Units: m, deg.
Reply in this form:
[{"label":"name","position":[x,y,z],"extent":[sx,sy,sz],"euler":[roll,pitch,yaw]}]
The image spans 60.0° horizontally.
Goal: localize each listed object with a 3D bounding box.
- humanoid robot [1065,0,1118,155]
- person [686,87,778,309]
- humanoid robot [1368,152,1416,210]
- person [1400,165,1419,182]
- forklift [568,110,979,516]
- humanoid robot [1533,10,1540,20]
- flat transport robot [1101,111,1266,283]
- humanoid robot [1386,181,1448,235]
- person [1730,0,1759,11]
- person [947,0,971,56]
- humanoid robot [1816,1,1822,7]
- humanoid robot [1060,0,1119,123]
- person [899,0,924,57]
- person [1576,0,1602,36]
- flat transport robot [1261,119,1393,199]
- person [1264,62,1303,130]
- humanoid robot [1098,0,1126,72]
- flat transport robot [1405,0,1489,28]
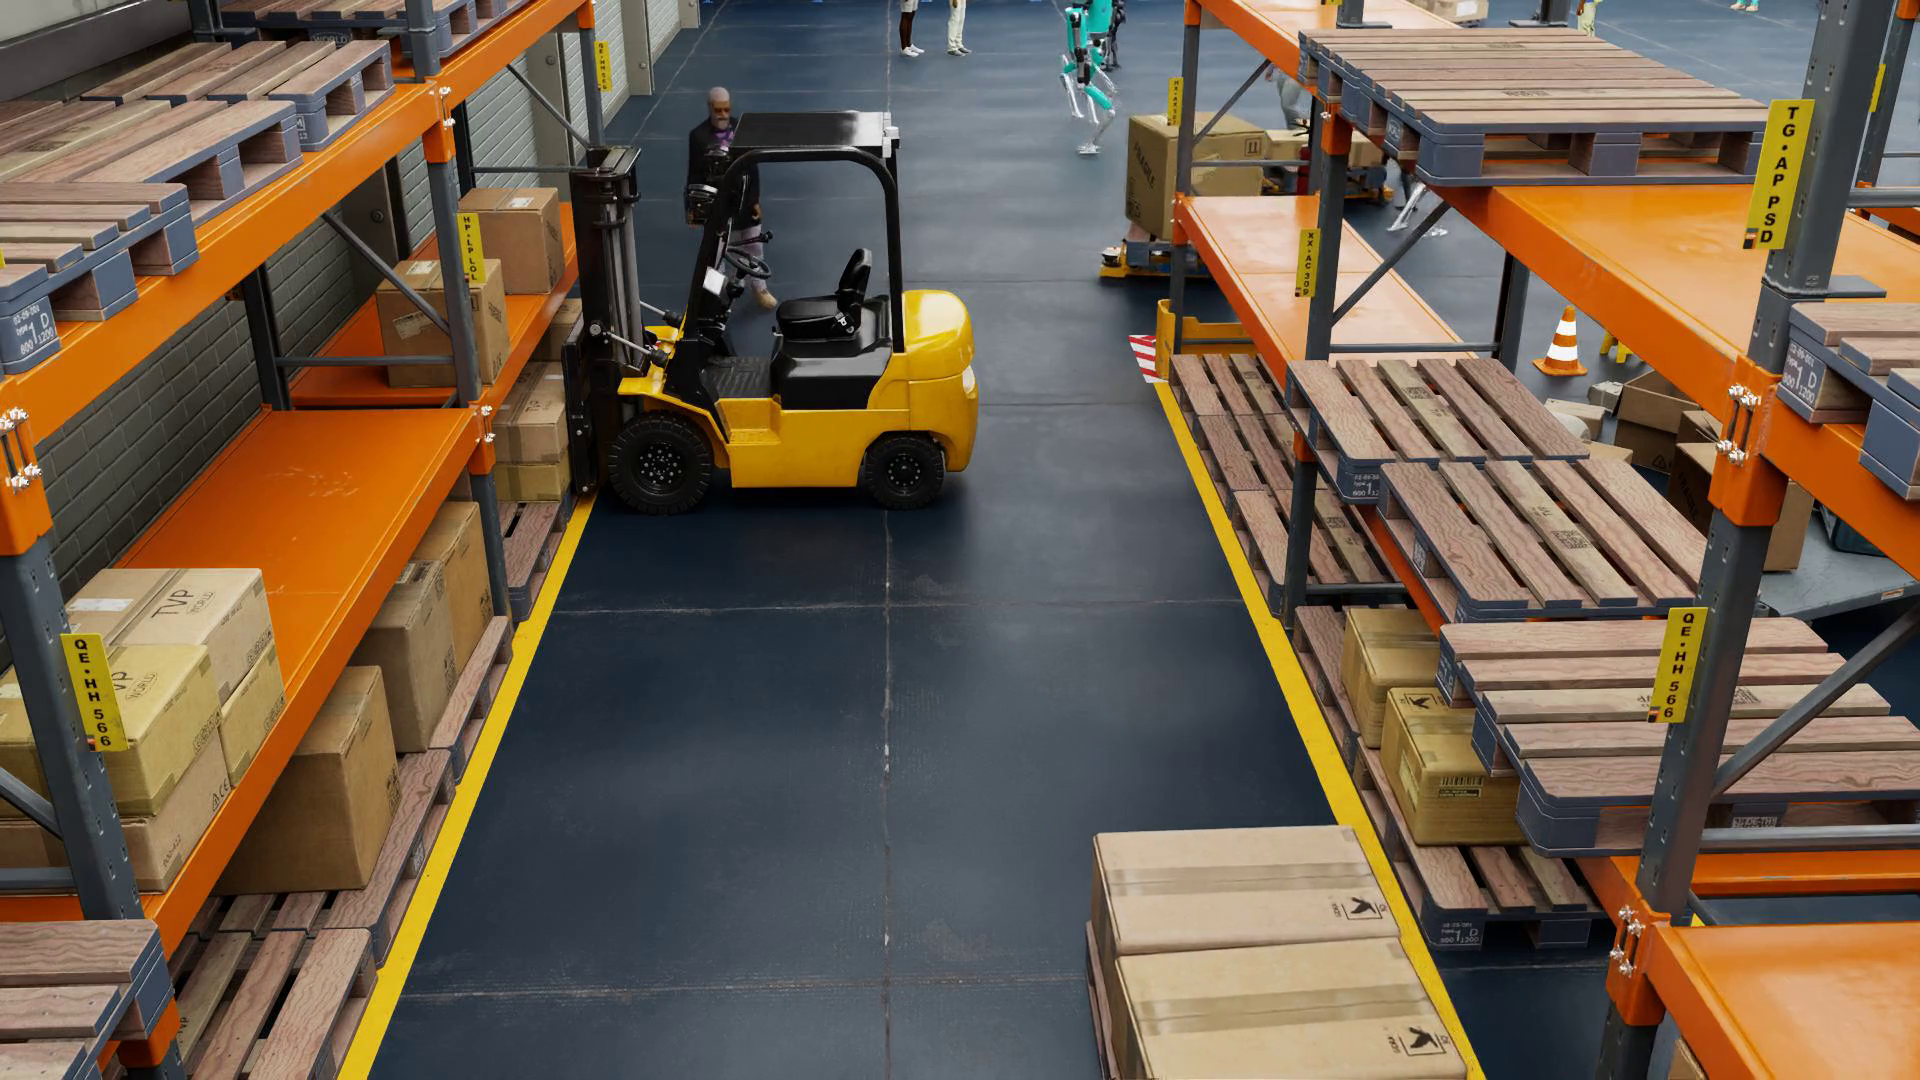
[{"label":"humanoid robot","position":[1.512,-5.190,18.548],"extent":[0.710,1.764,0.530],"euler":[1,25,2]},{"label":"person","position":[-1.798,-2.654,13.088],"extent":[0.745,1.837,0.521],"euler":[-11,27,-22]},{"label":"humanoid robot","position":[4.350,-4.069,16.305],"extent":[0.613,1.634,0.481],"euler":[-17,30,-31]},{"label":"person","position":[4.482,-4.539,17.270],"extent":[0.834,1.671,0.458],"euler":[5,26,11]},{"label":"forklift","position":[-1.043,-1.379,9.976],"extent":[2.313,2.155,1.214],"euler":[-1,25,-2]},{"label":"humanoid robot","position":[6.268,-5.003,18.327],"extent":[0.604,1.636,0.785],"euler":[-7,26,-15]},{"label":"flat transport robot","position":[1.966,-2.432,14.453],"extent":[1.431,0.231,0.659],"euler":[4,26,9]},{"label":"humanoid robot","position":[4.401,-3.692,15.433],"extent":[0.790,1.793,0.551],"euler":[-13,28,-26]},{"label":"person","position":[13.963,-10.270,29.126],"extent":[0.378,1.917,0.491],"euler":[-15,29,-29]},{"label":"person","position":[0.003,-8.123,24.779],"extent":[0.349,1.743,0.559],"euler":[8,26,16]},{"label":"humanoid robot","position":[15.557,-10.113,29.128],"extent":[0.761,1.637,0.588],"euler":[22,33,38]},{"label":"humanoid robot","position":[1.498,-5.905,20.095],"extent":[0.530,1.757,0.807],"euler":[-17,30,-31]},{"label":"person","position":[-0.748,-8.199,24.757],"extent":[0.375,1.901,0.544],"euler":[7,26,14]},{"label":"person","position":[8.860,-7.564,23.441],"extent":[0.406,1.885,0.516],"euler":[14,29,28]},{"label":"flat transport robot","position":[3.600,-3.605,16.938],"extent":[1.431,0.231,0.659],"euler":[-5,26,-11]},{"label":"person","position":[3.674,-5.175,18.359],"extent":[0.495,1.904,0.664],"euler":[-12,28,-24]},{"label":"humanoid robot","position":[2.102,-7.493,23.519],"extent":[0.614,1.655,0.339],"euler":[-17,30,-32]},{"label":"flat transport robot","position":[7.325,-7.813,25.849],"extent":[1.431,0.231,0.659],"euler":[-16,30,-30]}]
